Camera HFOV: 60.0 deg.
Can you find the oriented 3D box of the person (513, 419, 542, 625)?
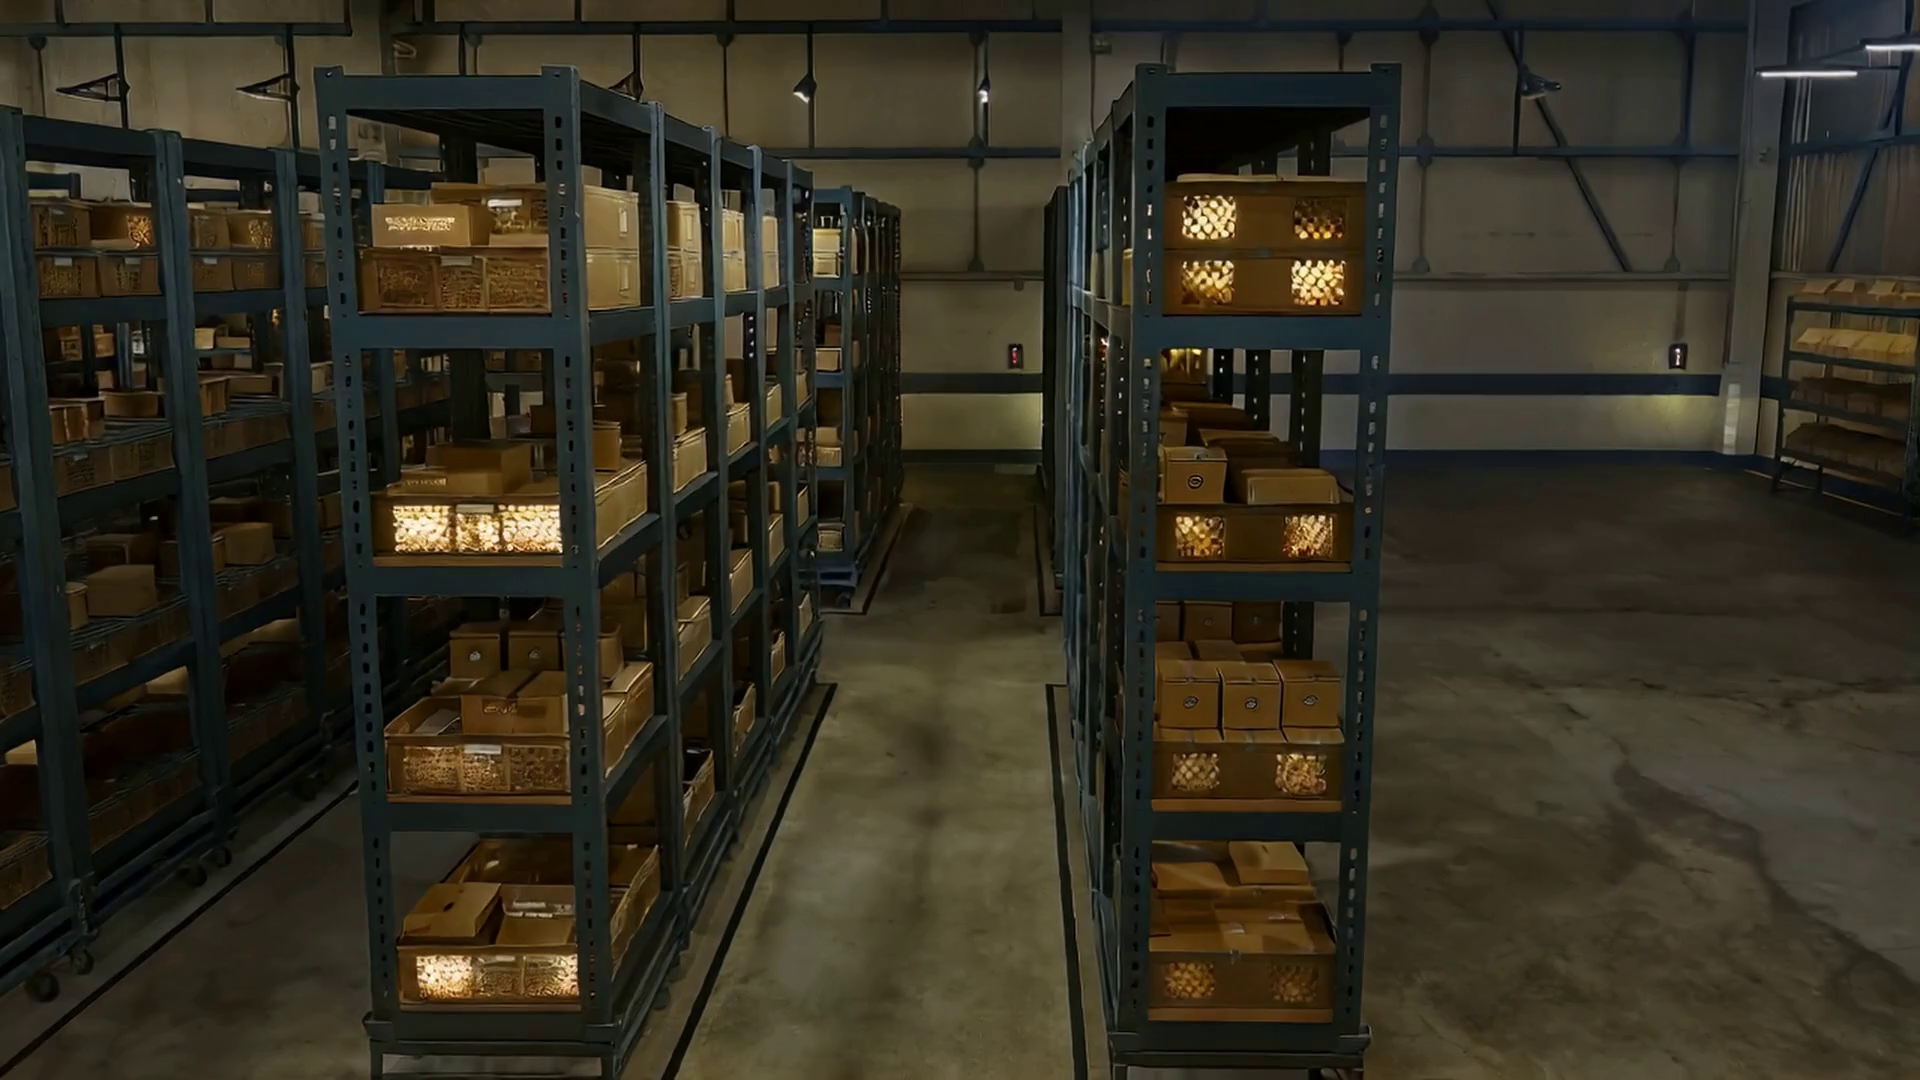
[{"bbox_3d":[-3.195,0.025,12.314,0.373,1.841,0.569,0,10,0],"label":"person"}]
